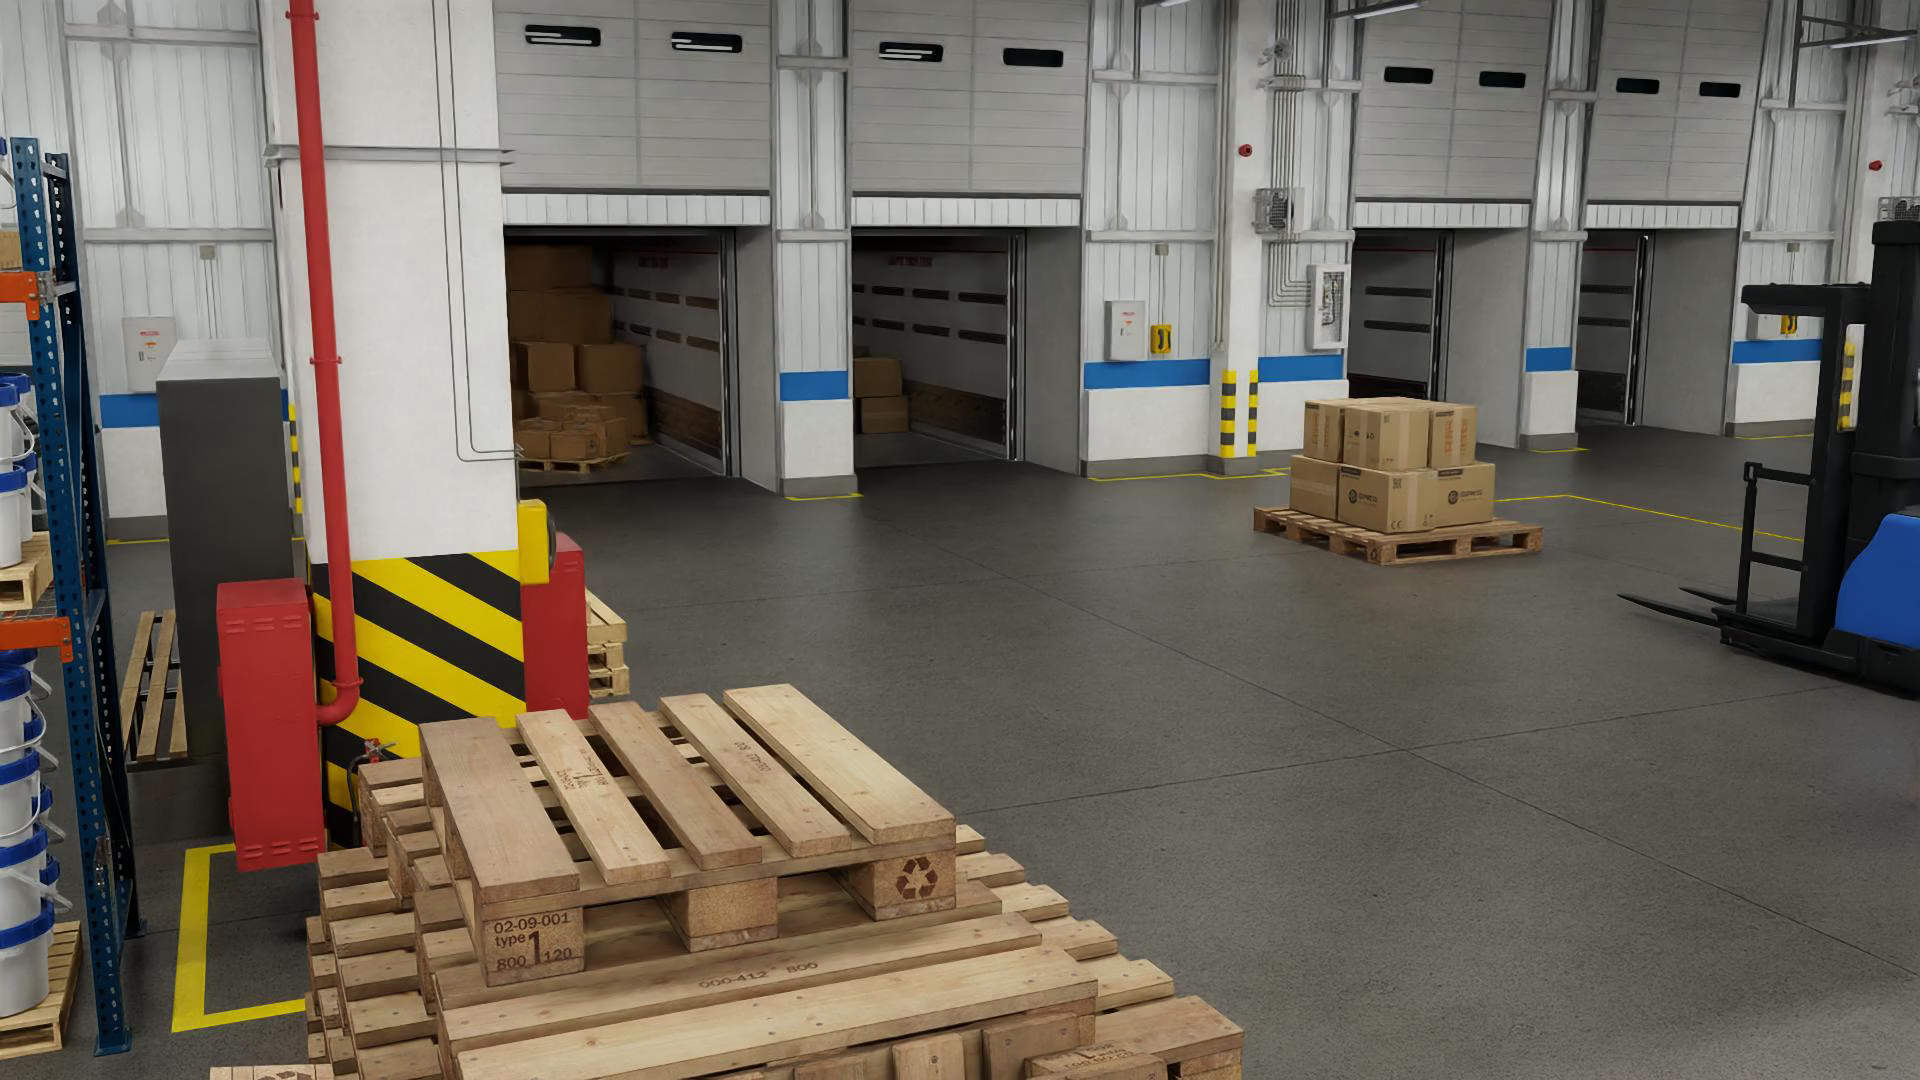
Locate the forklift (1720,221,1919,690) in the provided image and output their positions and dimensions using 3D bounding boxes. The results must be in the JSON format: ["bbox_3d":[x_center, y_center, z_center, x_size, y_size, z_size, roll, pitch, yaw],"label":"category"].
[{"bbox_3d":[5.951,-0.550,10.218,1.129,2.768,1.873,-4,11,-23],"label":"forklift"}]
